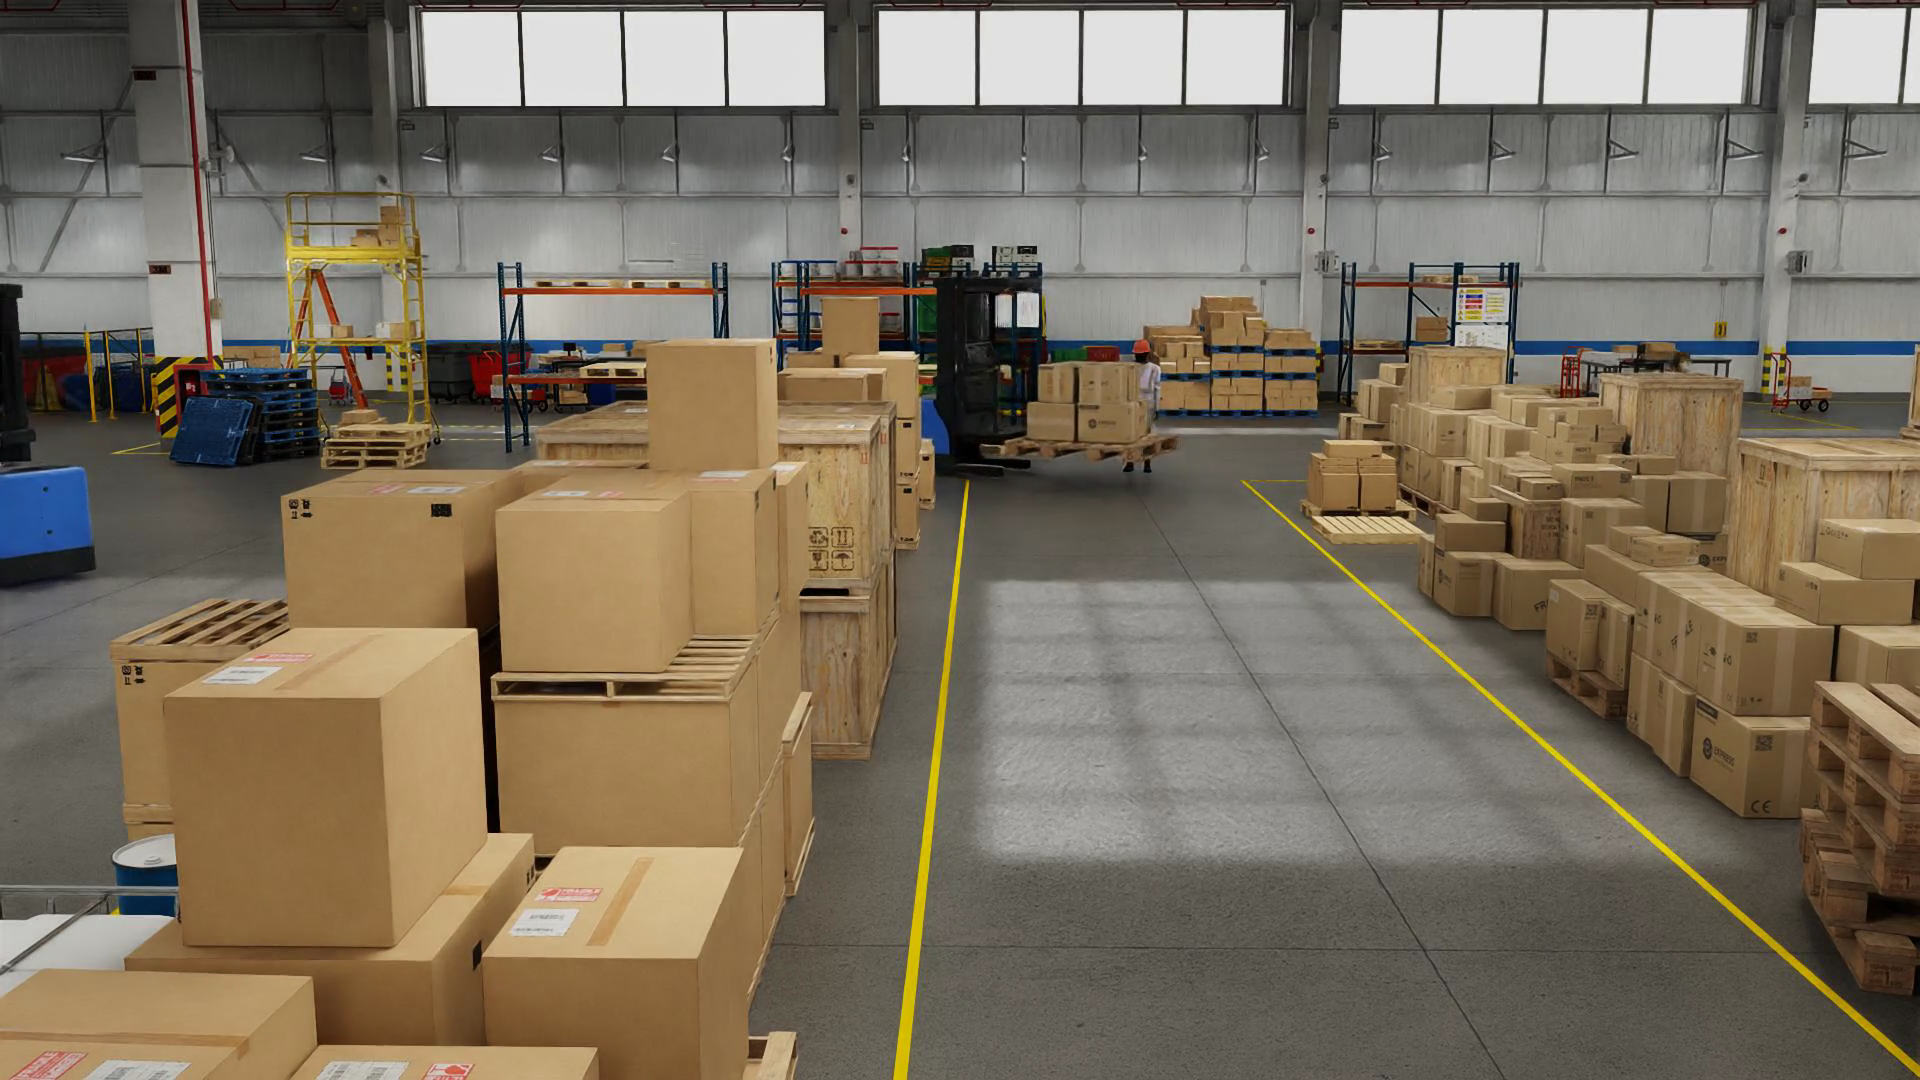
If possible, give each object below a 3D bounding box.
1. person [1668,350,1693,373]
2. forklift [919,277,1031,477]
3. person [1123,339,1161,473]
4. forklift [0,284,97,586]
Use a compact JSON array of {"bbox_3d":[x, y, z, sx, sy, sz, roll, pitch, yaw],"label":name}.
[{"bbox_3d":[9.295,-1.529,21.668,0.631,1.919,0.797,-3,10,-18],"label":"person"},{"bbox_3d":[-0.053,-2.386,23.928,1.873,2.768,1.129,4,10,25],"label":"forklift"},{"bbox_3d":[2.618,-1.932,24.043,0.545,1.933,0.376,3,10,15],"label":"person"},{"bbox_3d":[-9.383,-1.046,15.903,1.873,2.768,1.129,6,11,30],"label":"forklift"}]
